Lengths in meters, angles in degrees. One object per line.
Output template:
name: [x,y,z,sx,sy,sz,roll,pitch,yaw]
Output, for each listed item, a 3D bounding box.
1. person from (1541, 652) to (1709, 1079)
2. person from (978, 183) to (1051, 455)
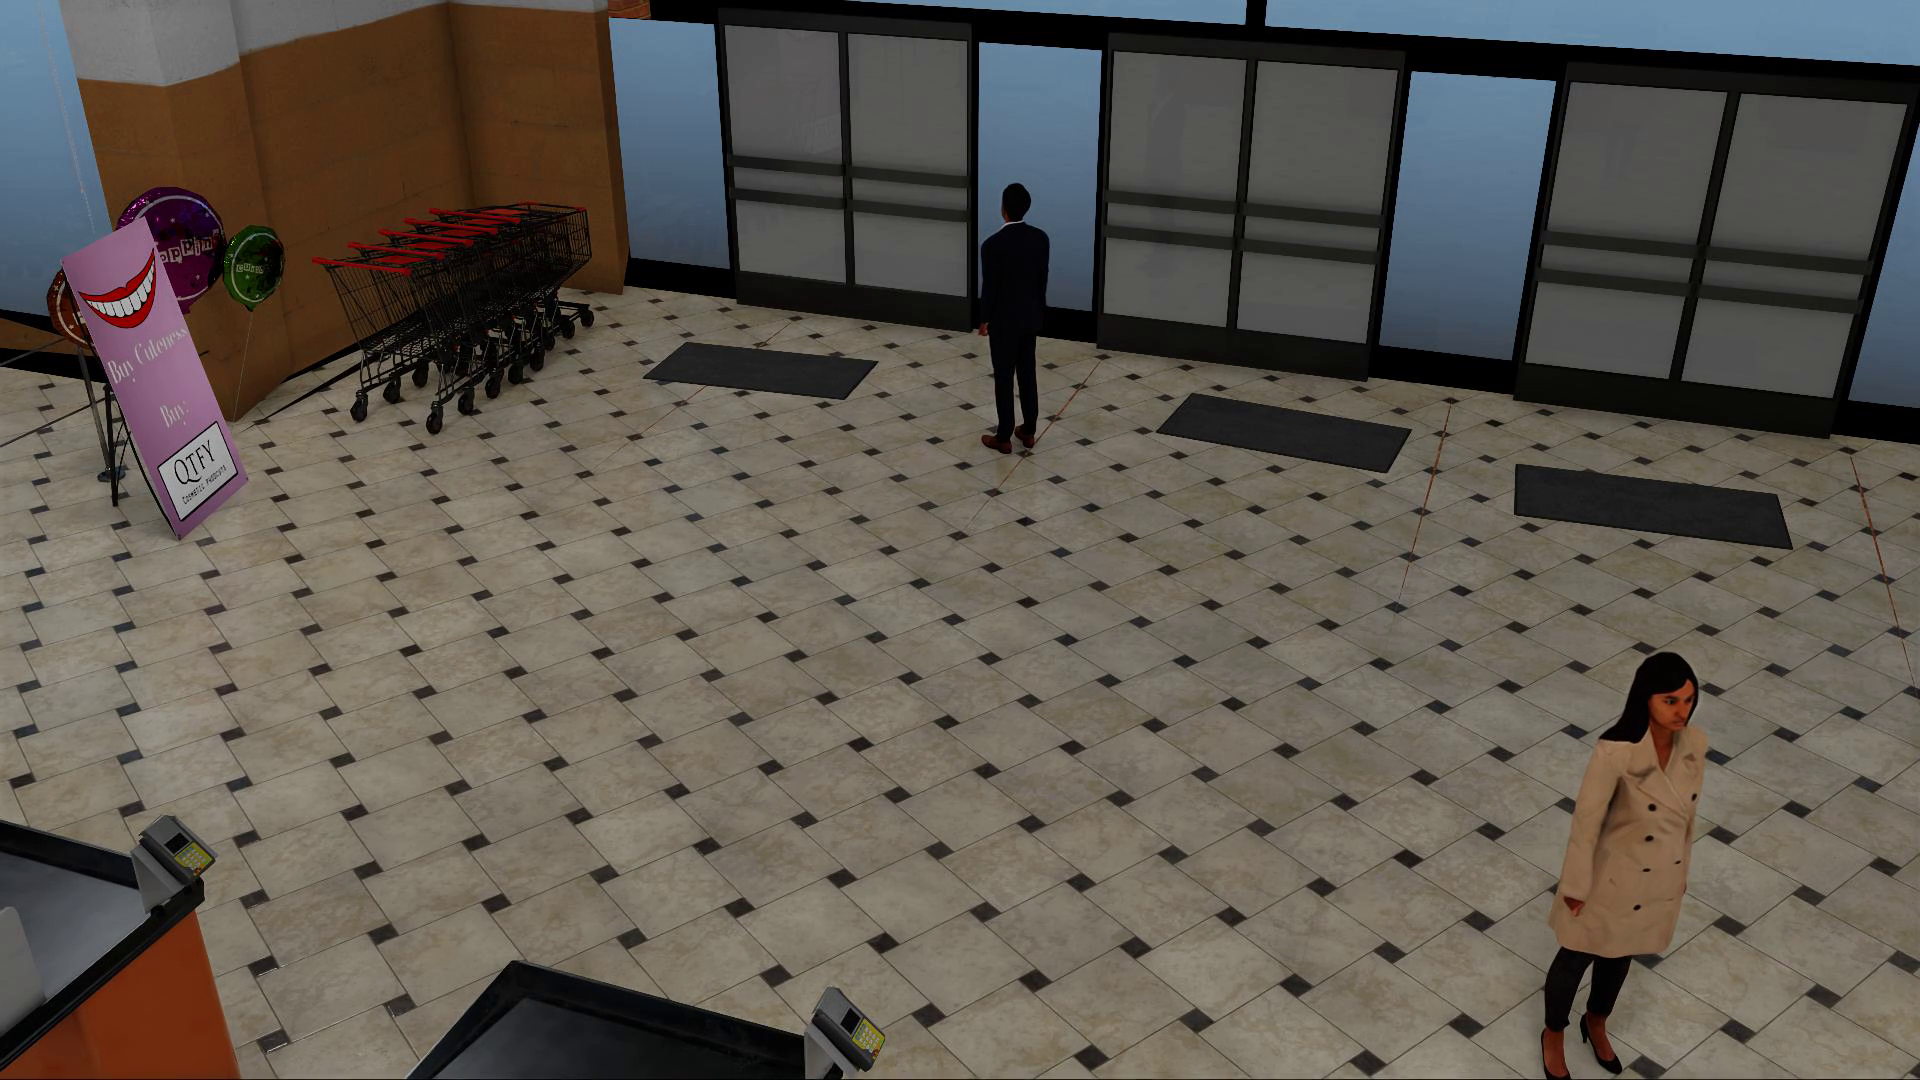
person: [2.217,1.117,5.574,0.719,1.682,0.739,-8,28,-15]
person: [0.340,-1.383,10.453,0.685,1.727,0.770,-15,31,-27]
